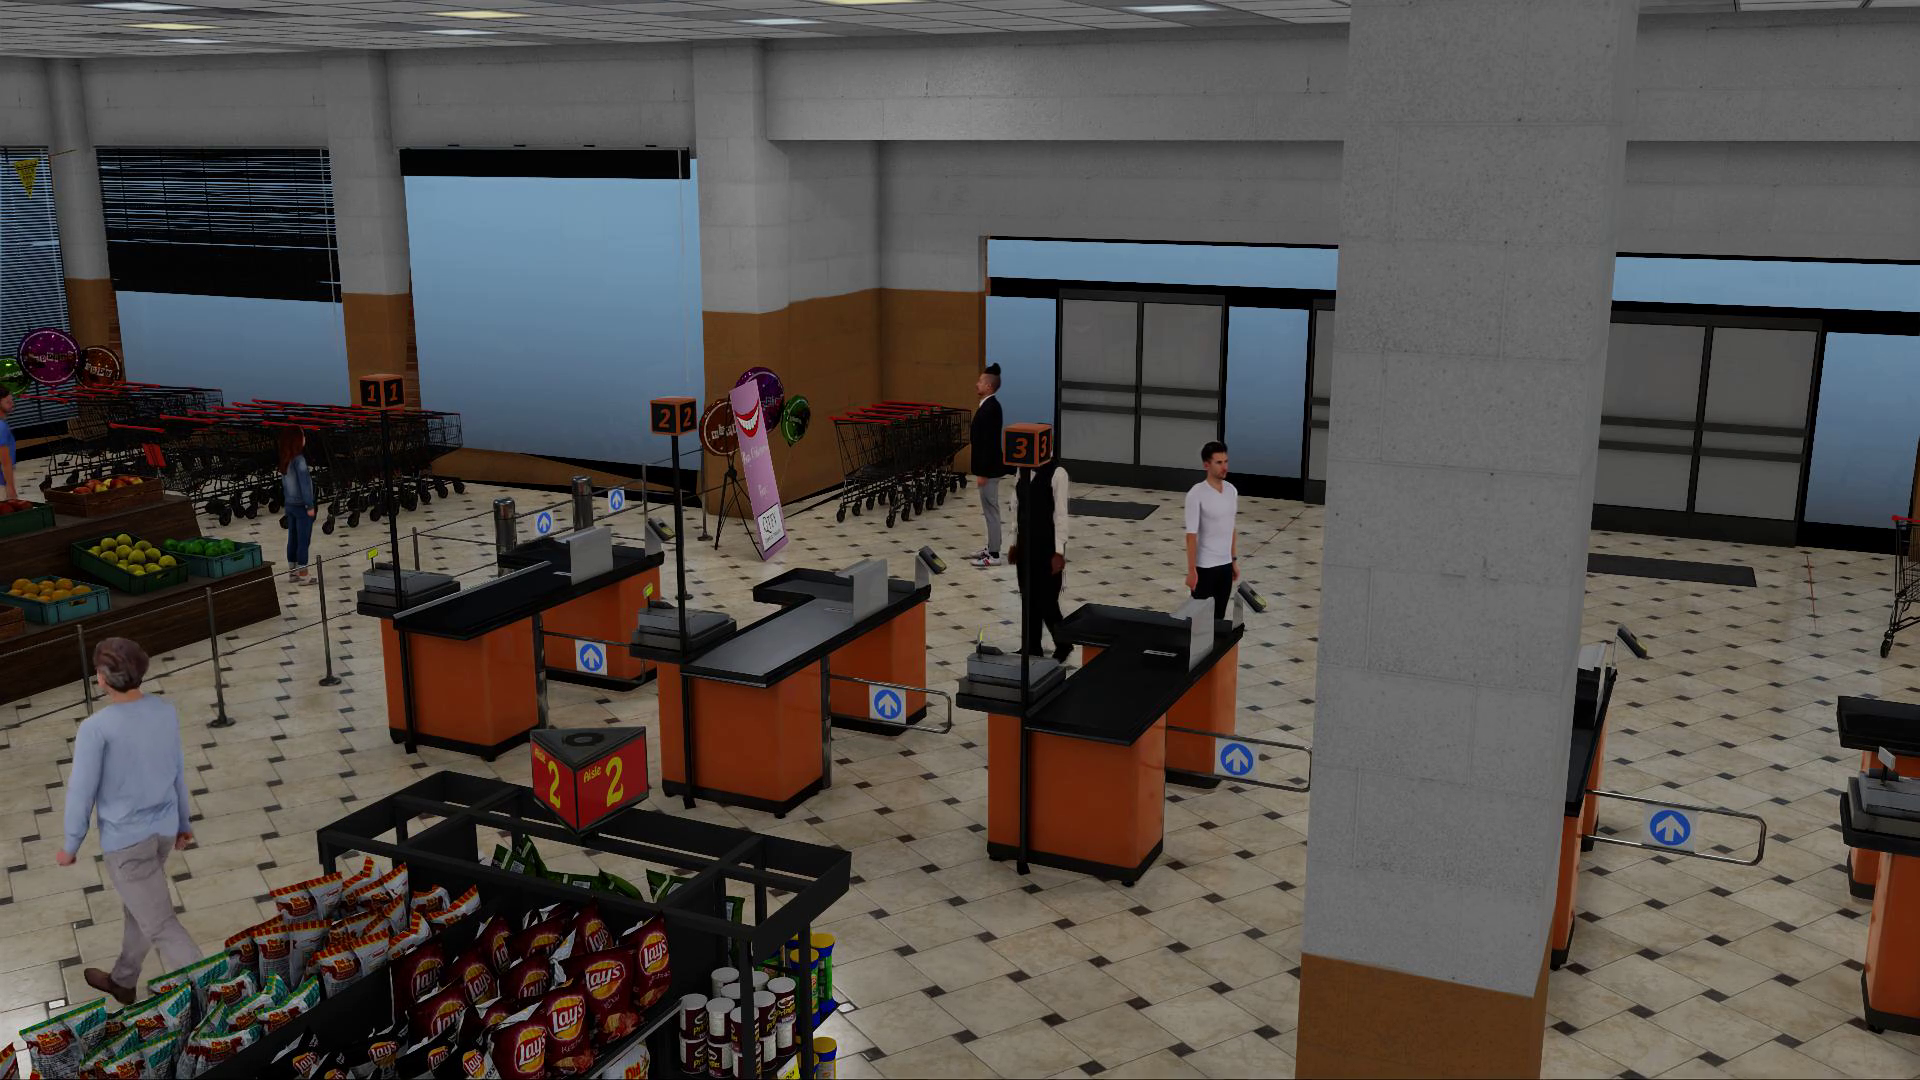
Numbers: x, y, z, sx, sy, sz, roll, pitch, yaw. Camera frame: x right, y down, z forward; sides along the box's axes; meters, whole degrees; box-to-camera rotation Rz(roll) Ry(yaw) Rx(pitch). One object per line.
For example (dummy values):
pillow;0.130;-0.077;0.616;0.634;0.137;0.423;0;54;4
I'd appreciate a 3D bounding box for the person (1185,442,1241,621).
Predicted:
person;1.879;0.174;12.459;0.662;1.851;0.812;-10;17;-37

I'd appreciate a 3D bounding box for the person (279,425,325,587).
person;-6.100;-0.324;15.308;0.613;1.474;0.587;13;19;43

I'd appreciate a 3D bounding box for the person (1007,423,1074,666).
person;0.645;0.019;12.933;0.888;1.927;0.859;-11;17;-37

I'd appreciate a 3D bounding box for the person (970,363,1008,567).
person;0.284;-0.731;15.979;0.845;1.950;0.690;0;14;2

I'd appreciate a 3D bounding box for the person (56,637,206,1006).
person;-3.617;1.385;7.472;0.789;1.847;1.188;5;15;21
